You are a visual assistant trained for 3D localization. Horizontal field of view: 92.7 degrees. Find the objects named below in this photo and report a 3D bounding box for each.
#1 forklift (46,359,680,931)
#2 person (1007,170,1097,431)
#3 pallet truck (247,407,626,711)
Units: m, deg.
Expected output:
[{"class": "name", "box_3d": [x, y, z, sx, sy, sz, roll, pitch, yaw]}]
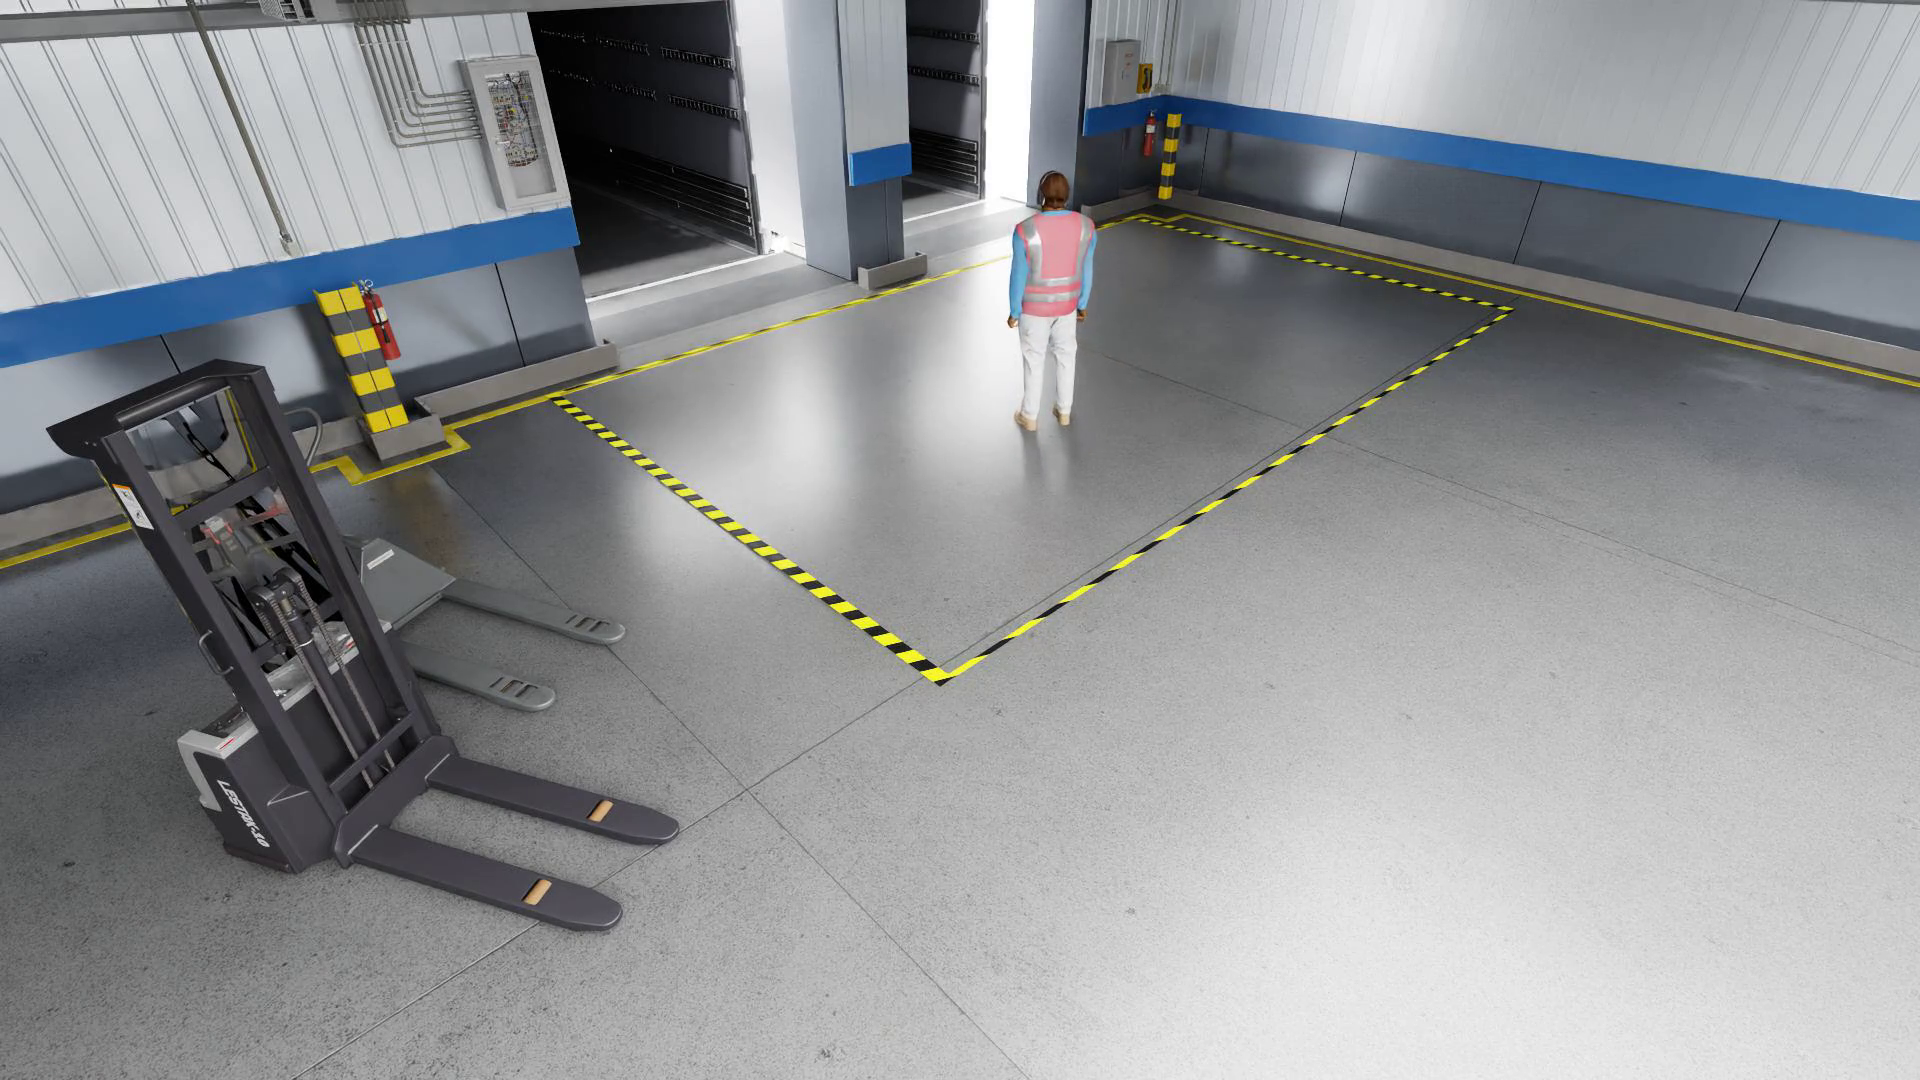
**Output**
[{"class": "forklift", "box_3d": [-2.135, 0.422, 3.354, 1.885, 1.965, 0.823, 10, 35, 14]}, {"class": "person", "box_3d": [0.628, -1.675, 6.574, 0.633, 1.841, 0.429, -10, 35, -14]}, {"class": "pallet truck", "box_3d": [-2.628, 0.038, 4.590, 1.601, 1.201, 0.680, 12, 36, 18]}]
